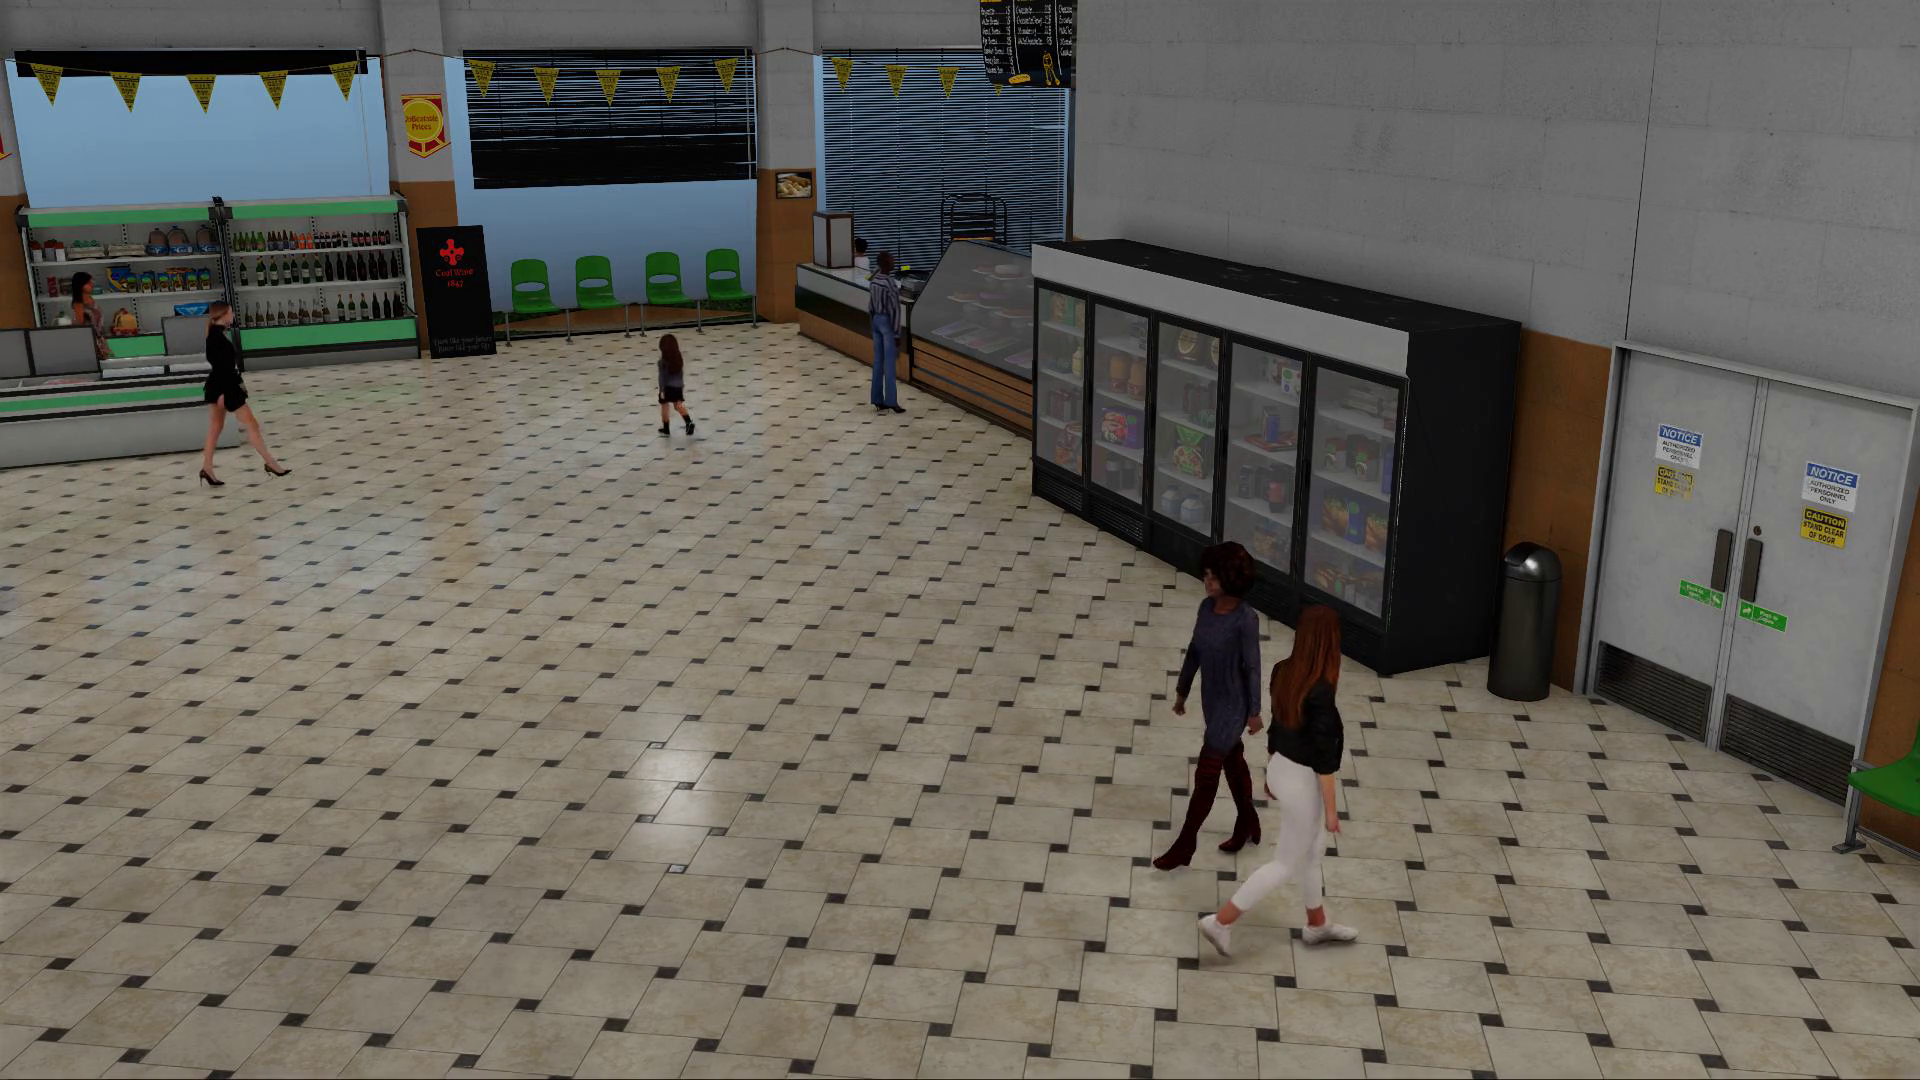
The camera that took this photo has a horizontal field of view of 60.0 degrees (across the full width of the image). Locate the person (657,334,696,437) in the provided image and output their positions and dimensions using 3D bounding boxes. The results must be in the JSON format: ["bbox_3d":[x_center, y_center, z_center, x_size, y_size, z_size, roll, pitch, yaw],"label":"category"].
[{"bbox_3d":[-2.993,-1.601,17.416,0.710,1.090,0.750,15,22,40],"label":"person"}]

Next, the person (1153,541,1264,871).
[{"bbox_3d":[1.419,0.831,8.388,0.898,1.682,0.604,-8,19,-24],"label":"person"}]

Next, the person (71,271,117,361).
[{"bbox_3d":[-9.569,-2.103,18.152,1.055,1.623,0.760,-4,17,-14],"label":"person"}]

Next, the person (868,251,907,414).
[{"bbox_3d":[-0.837,-2.320,18.570,0.609,1.795,0.661,-13,21,-37],"label":"person"}]

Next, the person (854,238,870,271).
[{"bbox_3d":[-1.445,-3.773,24.276,0.611,1.260,0.511,15,23,41],"label":"person"}]

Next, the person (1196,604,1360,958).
[{"bbox_3d":[1.436,1.120,7.451,1.106,1.672,0.761,-4,17,-11],"label":"person"}]

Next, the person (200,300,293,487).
[{"bbox_3d":[-6.901,-1.327,15.403,1.037,1.734,0.662,-11,20,-32],"label":"person"}]
